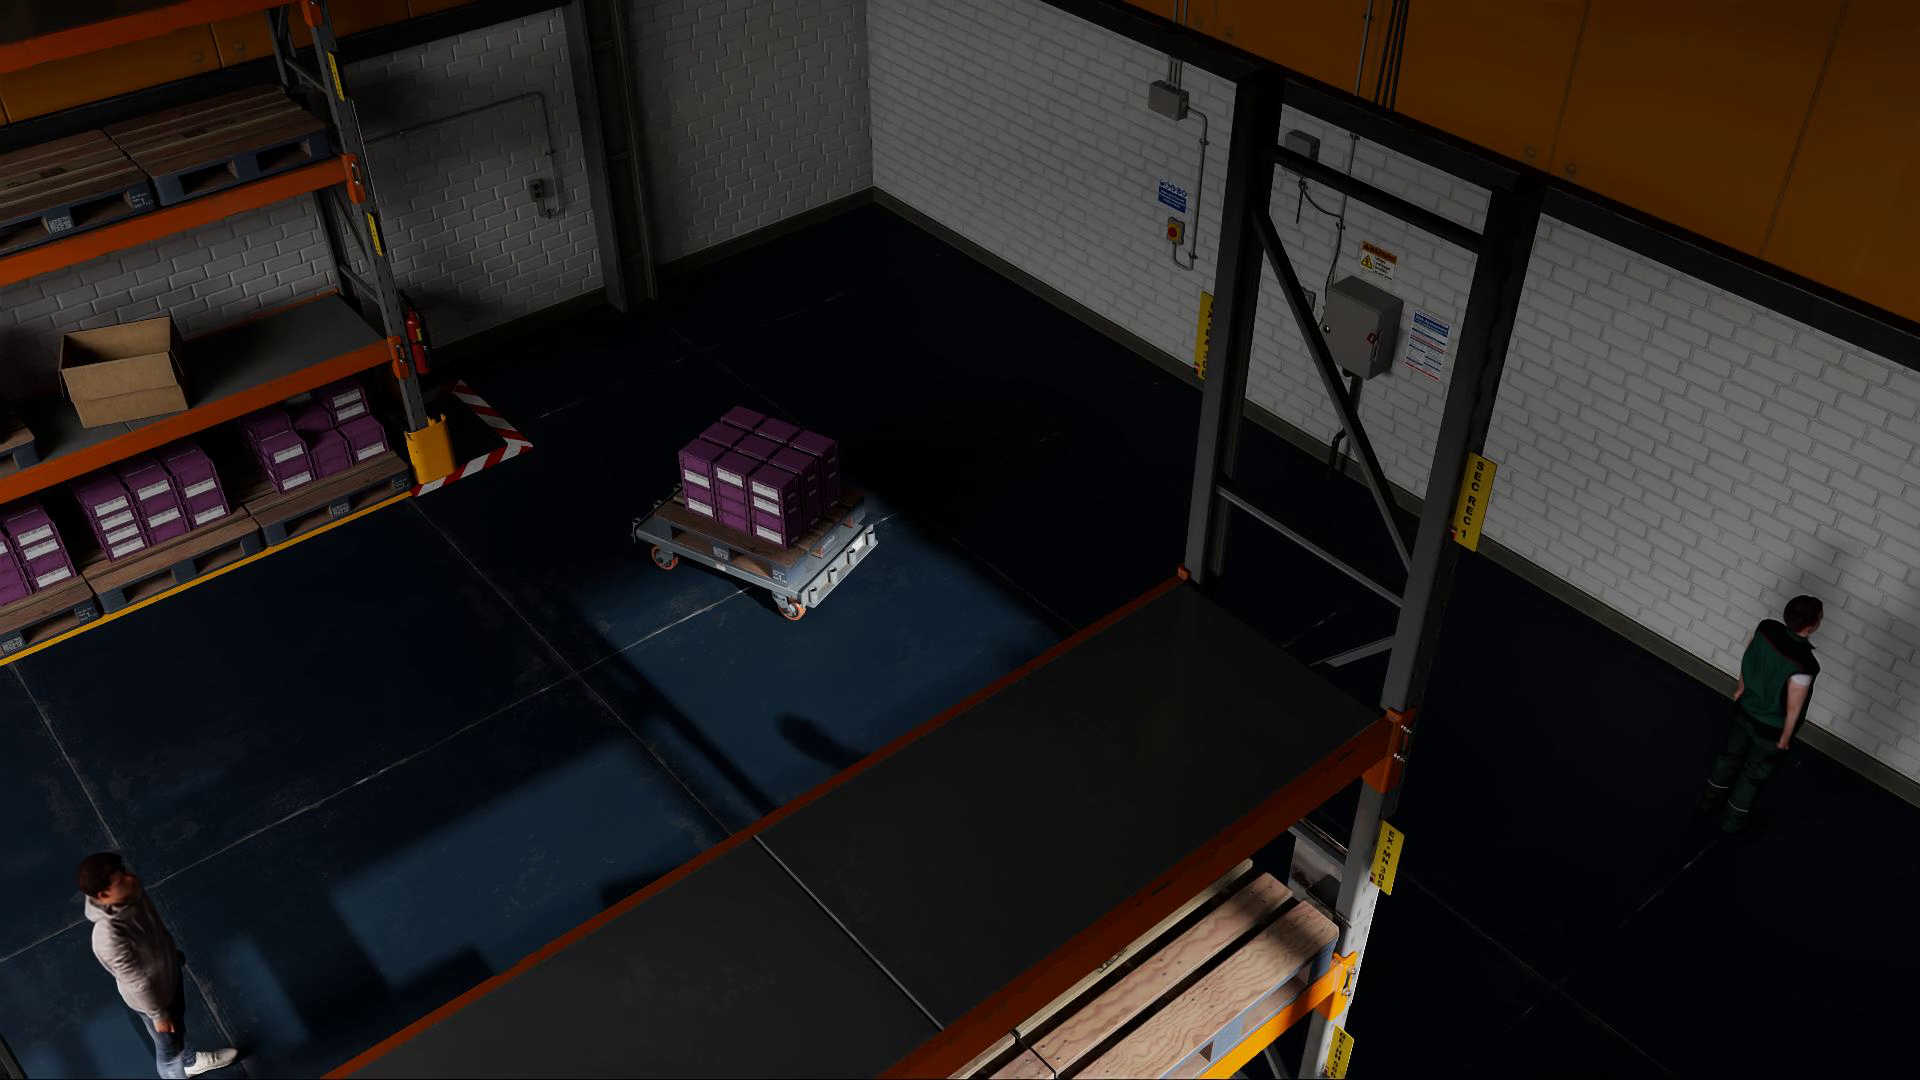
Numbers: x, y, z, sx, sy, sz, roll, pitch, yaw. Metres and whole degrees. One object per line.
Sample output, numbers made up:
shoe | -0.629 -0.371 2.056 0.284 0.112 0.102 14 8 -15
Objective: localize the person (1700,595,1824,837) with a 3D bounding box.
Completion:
person | 4.873 1.045 10.041 0.729 1.843 0.728 -11 40 -13

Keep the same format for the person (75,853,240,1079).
person | -4.145 2.255 8.517 0.719 1.855 0.747 -10 40 -13
